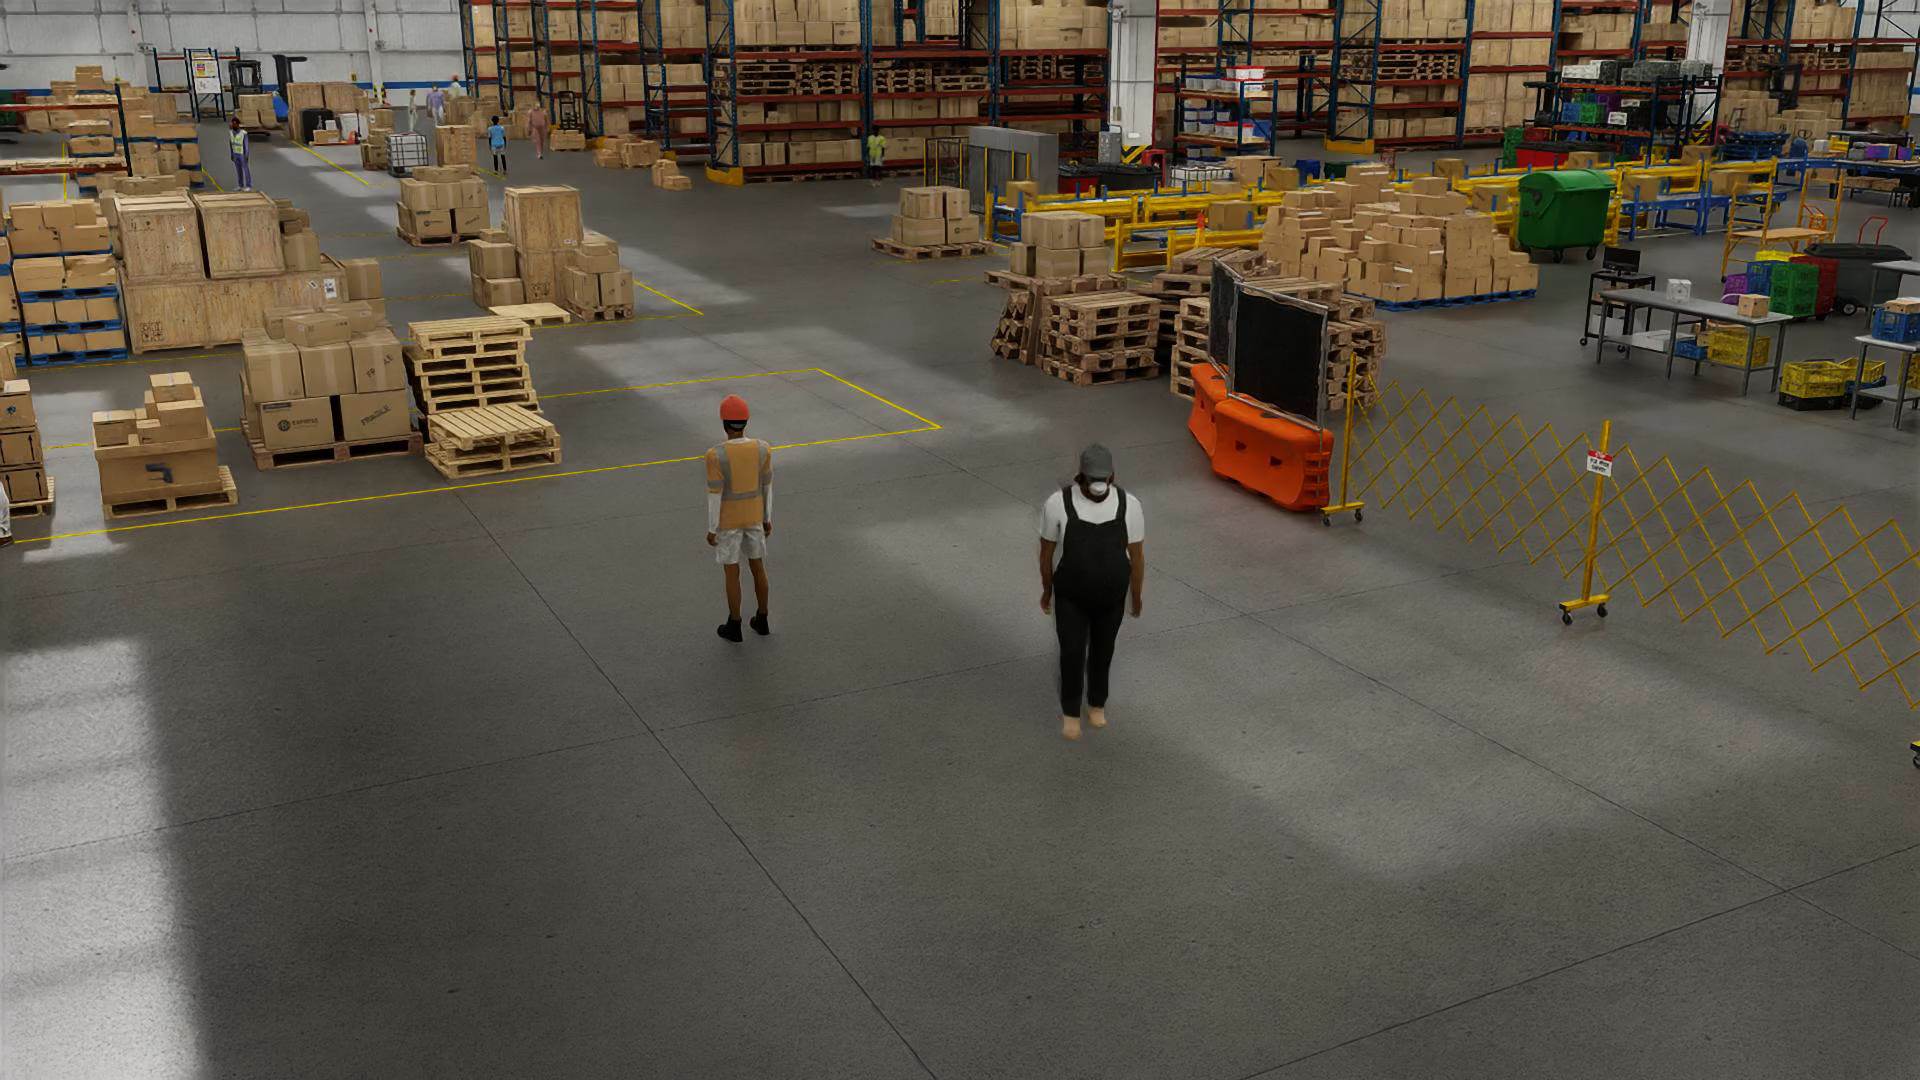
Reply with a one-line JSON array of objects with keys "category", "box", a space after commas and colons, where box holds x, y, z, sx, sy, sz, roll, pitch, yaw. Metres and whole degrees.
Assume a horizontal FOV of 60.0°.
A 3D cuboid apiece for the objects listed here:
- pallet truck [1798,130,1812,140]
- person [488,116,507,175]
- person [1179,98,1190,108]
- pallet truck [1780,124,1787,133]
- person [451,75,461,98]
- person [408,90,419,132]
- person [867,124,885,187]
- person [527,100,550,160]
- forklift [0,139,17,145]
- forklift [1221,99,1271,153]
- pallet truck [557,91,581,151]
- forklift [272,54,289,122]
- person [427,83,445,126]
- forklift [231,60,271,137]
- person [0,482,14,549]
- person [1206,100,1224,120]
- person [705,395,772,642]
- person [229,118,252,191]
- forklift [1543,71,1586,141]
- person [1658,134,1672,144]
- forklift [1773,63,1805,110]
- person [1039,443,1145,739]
[{"category": "pallet truck", "box": [25.526, -11.556, 49.408, 1.630, 1.274, 0.653, -9, 20, -26]}, {"category": "person", "box": [-13.608, -11.614, 48.951, 0.535, 1.697, 0.318, -10, 20, -27]}, {"category": "person", "box": [8.288, -15.802, 61.924, 0.553, 1.734, 0.748, -7, 19, -22]}, {"category": "pallet truck", "box": [25.206, -12.542, 52.601, 1.601, 1.201, 0.680, 0, 18, -2]}, {"category": "person", "box": [-21.611, -19.044, 71.711, 0.618, 1.942, 0.821, 13, 22, 34]}, {"category": "person", "box": [-21.695, -17.003, 65.875, 0.389, 1.615, 0.534, 0, 18, 1]}, {"category": "person", "box": [-2.310, -10.512, 45.512, 0.540, 1.696, 0.317, 9, 20, 27]}, {"category": "person", "box": [-13.593, -13.262, 53.817, 0.673, 1.855, 0.960, -9, 20, -27]}, {"category": "forklift", "box": [-34.811, -15.426, 58.927, 1.873, 2.768, 1.129, -13, 22, -35]}, {"category": "forklift", "box": [9.521, -14.618, 56.406, 1.873, 2.768, 1.129, 12, 21, 33]}, {"category": "pallet truck", "box": [-13.495, -14.412, 57.188, 0.823, 1.965, 1.885, -3, 18, -9]}, {"category": "forklift", "box": [-28.661, -19.096, 70.368, 1.873, 2.768, 1.129, -9, 20, -26]}, {"category": "person", "box": [-20.411, -16.837, 64.886, 0.652, 1.906, 0.812, -6, 19, -19]}, {"category": "forklift", "box": [-27.041, -16.760, 63.084, 1.129, 2.768, 1.873, -9, 20, -27]}, {"category": "person", "box": [-8.922, -0.857, 15.034, 0.627, 1.934, 0.372, 12, 21, 32]}, {"category": "person", "box": [8.734, -14.322, 57.079, 0.671, 1.890, 0.443, 0, 18, 1]}, {"category": "person", "box": [-1.718, -0.170, 12.883, 0.553, 1.935, 0.361, -12, 21, -32]}, {"category": "person", "box": [-19.326, -10.351, 44.651, 0.593, 1.922, 0.391, 6, 19, 19]}, {"category": "forklift", "box": [18.685, -13.231, 52.085, 1.873, 2.768, 1.129, -9, 20, -26]}, {"category": "person", "box": [21.842, -12.373, 51.409, 0.533, 1.644, 0.908, -12, 21, -32]}, {"category": "forklift", "box": [29.656, -15.705, 59.795, 1.873, 2.768, 1.129, -9, 20, -26]}, {"category": "person", "box": [0.909, 0.342, 11.122, 0.705, 2.000, 0.682, -2, 18, -7]}]
